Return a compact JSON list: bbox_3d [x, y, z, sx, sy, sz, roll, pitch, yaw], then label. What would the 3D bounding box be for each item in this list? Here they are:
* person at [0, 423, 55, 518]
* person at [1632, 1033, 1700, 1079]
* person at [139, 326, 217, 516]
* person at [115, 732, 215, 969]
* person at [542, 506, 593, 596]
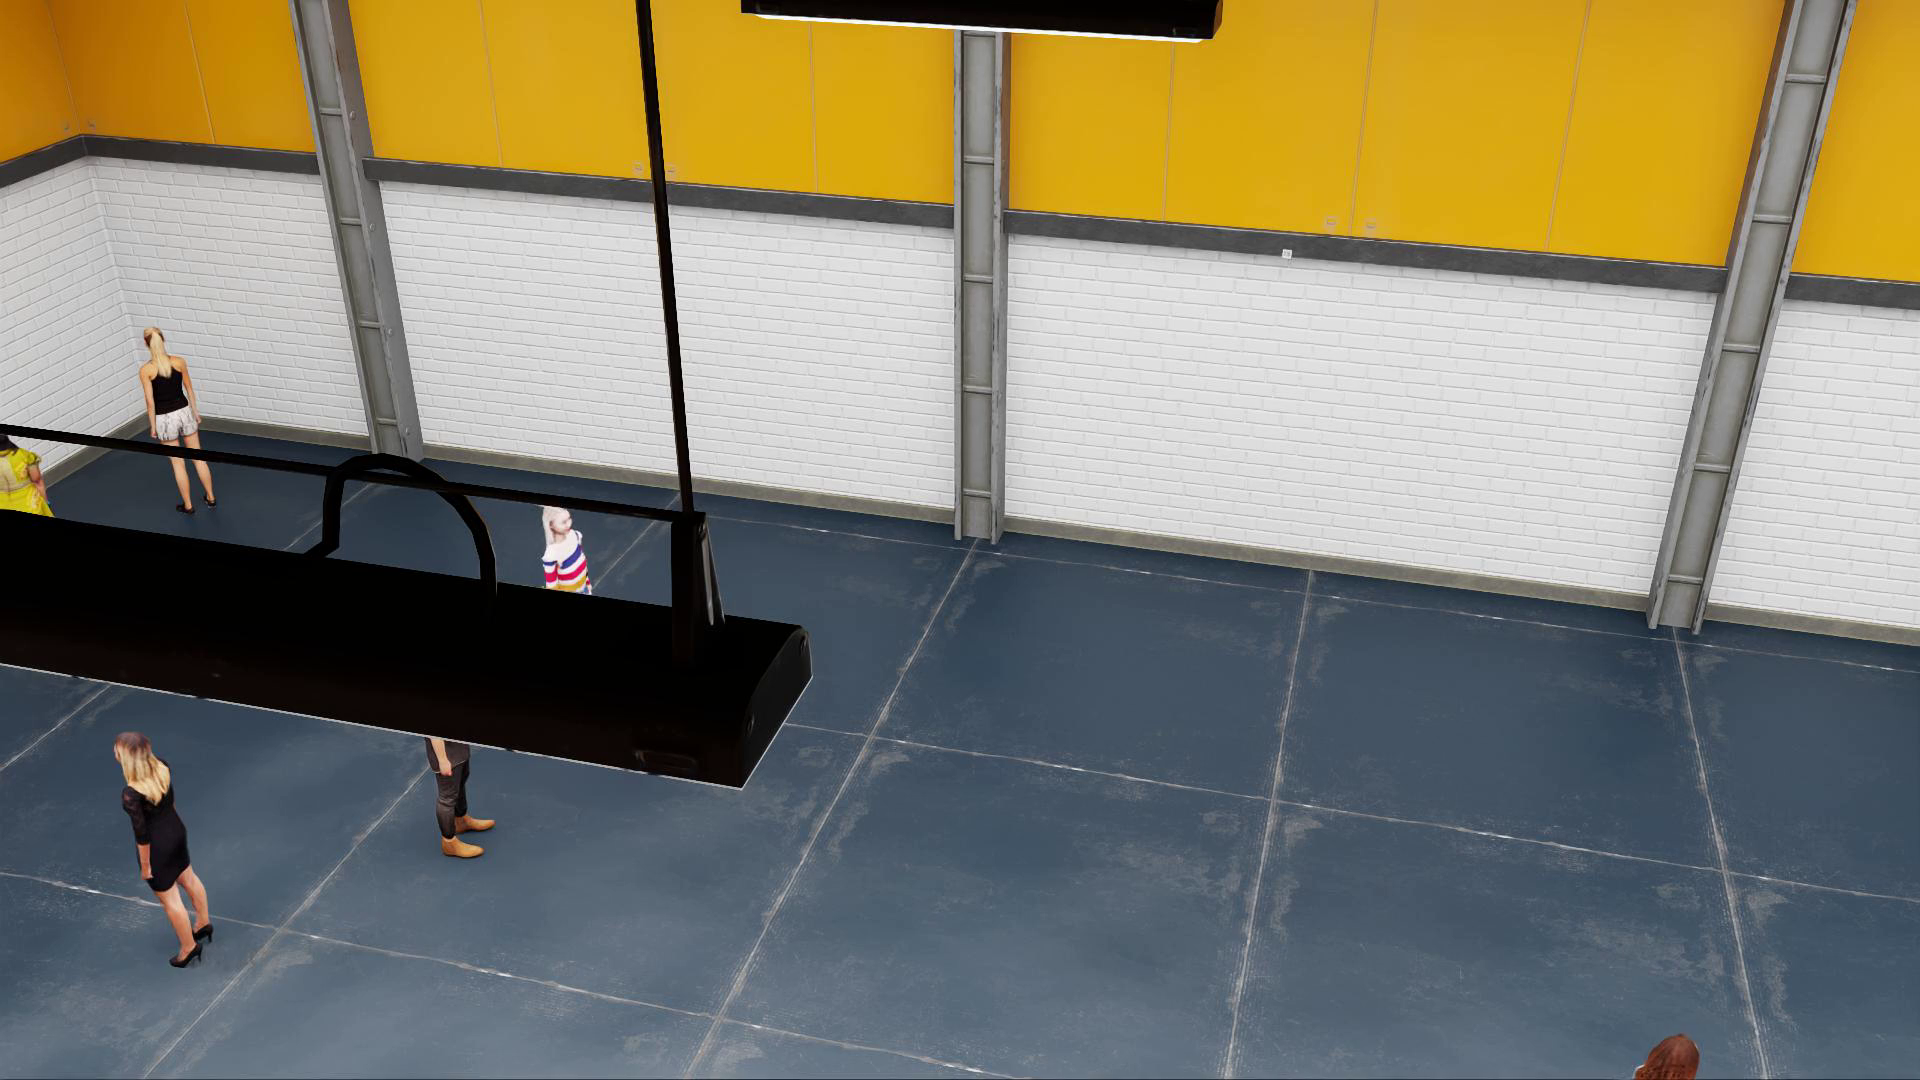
[{"bbox_3d":[-7.864,-0.224,13.902,0.973,1.655,1.016,-18,33,-29],"label":"person"},{"bbox_3d":[3.312,3.045,8.117,1.048,1.445,0.919,-10,30,-18],"label":"person"},{"bbox_3d":[-7.239,-1.116,15.328,0.691,1.845,0.685,-26,38,-38],"label":"person"},{"bbox_3d":[-4.813,1.856,10.057,0.501,1.674,0.575,4,29,6],"label":"person"},{"bbox_3d":[-2.962,0.502,12.417,0.925,1.792,0.669,6,29,11],"label":"person"}]
